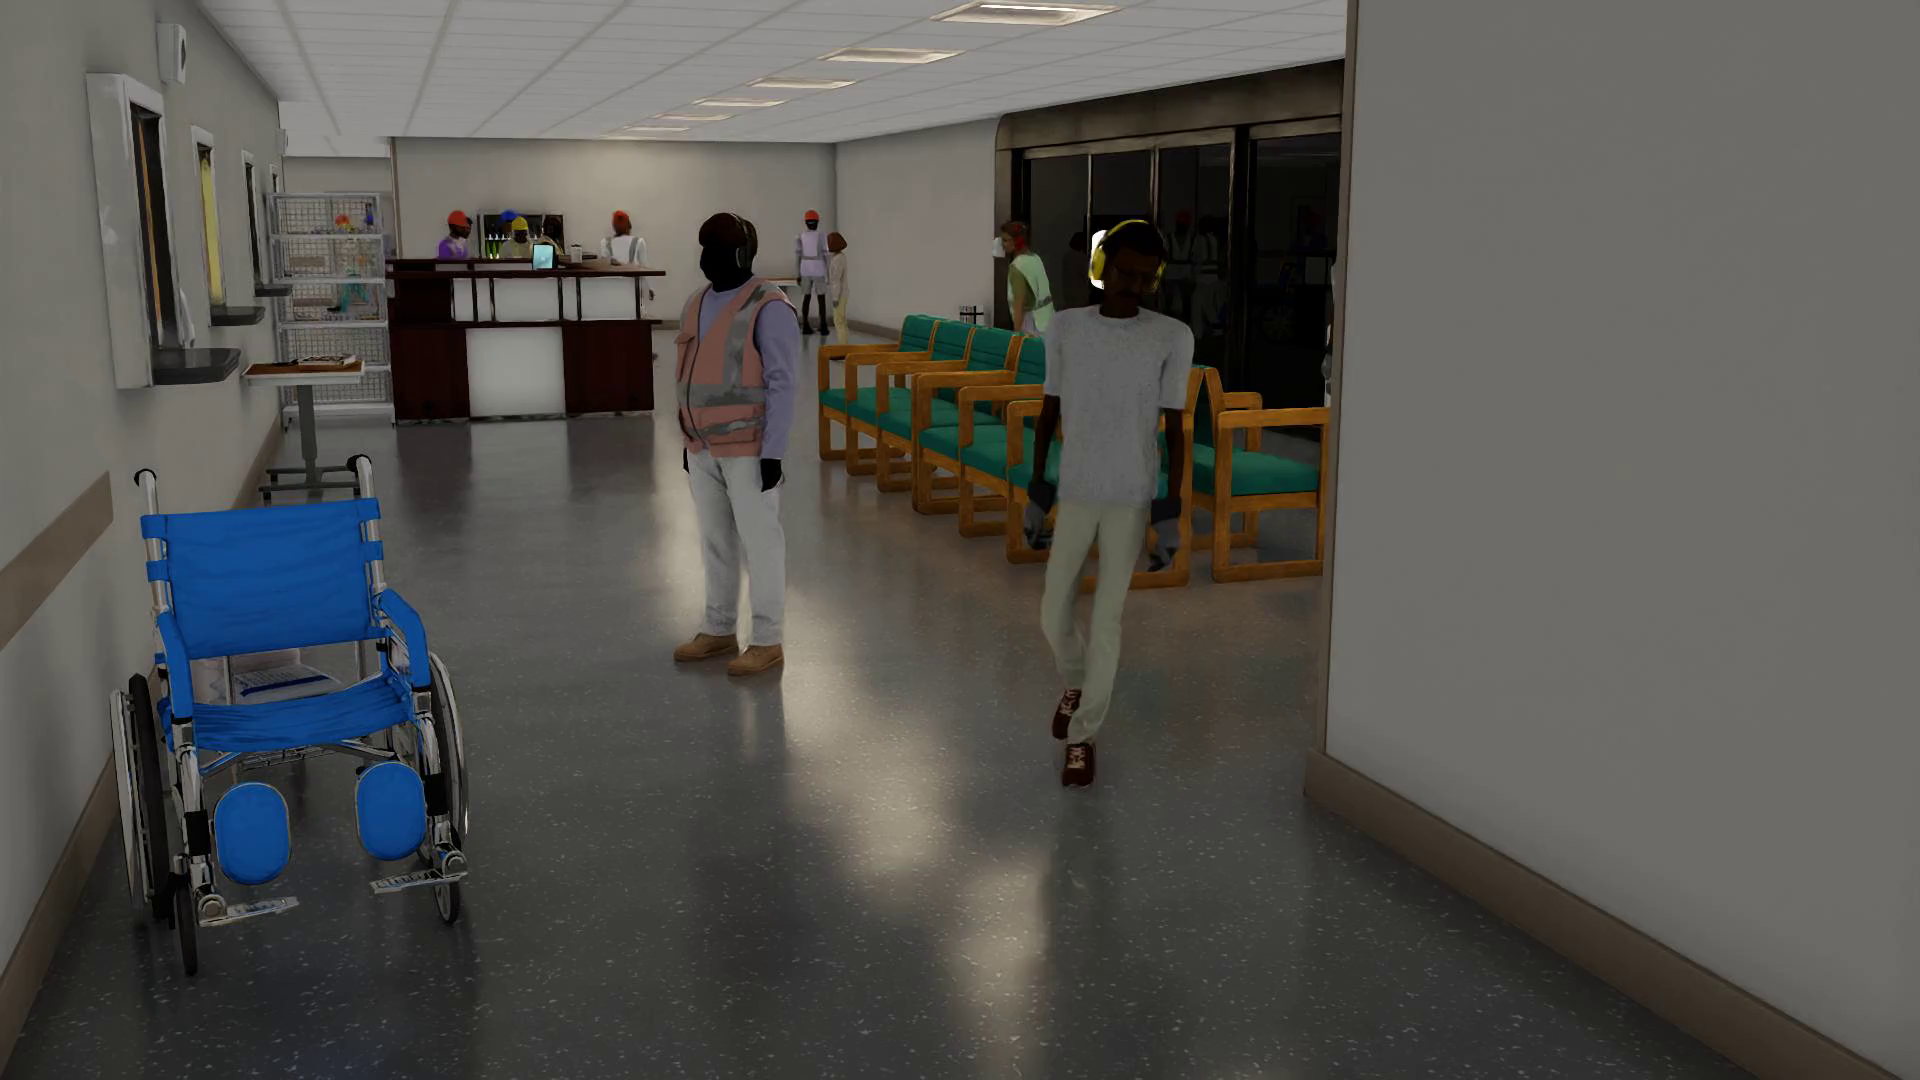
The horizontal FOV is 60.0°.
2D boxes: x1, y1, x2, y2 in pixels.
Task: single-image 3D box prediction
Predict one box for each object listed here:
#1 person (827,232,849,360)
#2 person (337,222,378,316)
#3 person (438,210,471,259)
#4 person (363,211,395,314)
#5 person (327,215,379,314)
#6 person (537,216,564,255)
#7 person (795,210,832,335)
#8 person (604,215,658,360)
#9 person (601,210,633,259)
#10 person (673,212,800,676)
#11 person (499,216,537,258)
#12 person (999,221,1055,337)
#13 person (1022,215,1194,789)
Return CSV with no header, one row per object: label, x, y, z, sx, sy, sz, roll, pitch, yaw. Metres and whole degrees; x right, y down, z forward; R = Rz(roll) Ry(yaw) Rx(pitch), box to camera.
person,-1.558,-3.102,21.245,0.285,1.627,0.504,1,11,3
person,-11.064,-4.917,30.301,0.866,1.730,0.526,-7,13,-32
person,-6.571,-3.286,21.463,0.697,1.904,0.591,2,11,11
person,-9.972,-4.694,28.670,0.602,1.919,0.927,5,12,26
person,-11.345,-5.148,31.175,1.023,1.865,0.540,-5,12,-26
person,-5.345,-3.313,21.801,0.432,1.832,0.626,-1,11,-3
person,-2.257,-4.134,25.756,0.579,1.924,0.410,3,11,13
person,-4.229,-3.203,21.185,0.649,1.852,0.457,4,12,19
person,-4.435,-3.369,21.893,0.545,1.911,0.512,-6,13,-29
person,-0.926,-0.383,6.720,0.625,1.846,0.429,10,15,42
person,-5.828,-3.387,22.194,0.596,1.828,0.403,-6,12,-27
person,0.689,-1.712,13.673,0.718,1.796,0.672,3,11,16
person,0.484,-0.128,5.432,0.552,1.837,0.502,4,12,19
